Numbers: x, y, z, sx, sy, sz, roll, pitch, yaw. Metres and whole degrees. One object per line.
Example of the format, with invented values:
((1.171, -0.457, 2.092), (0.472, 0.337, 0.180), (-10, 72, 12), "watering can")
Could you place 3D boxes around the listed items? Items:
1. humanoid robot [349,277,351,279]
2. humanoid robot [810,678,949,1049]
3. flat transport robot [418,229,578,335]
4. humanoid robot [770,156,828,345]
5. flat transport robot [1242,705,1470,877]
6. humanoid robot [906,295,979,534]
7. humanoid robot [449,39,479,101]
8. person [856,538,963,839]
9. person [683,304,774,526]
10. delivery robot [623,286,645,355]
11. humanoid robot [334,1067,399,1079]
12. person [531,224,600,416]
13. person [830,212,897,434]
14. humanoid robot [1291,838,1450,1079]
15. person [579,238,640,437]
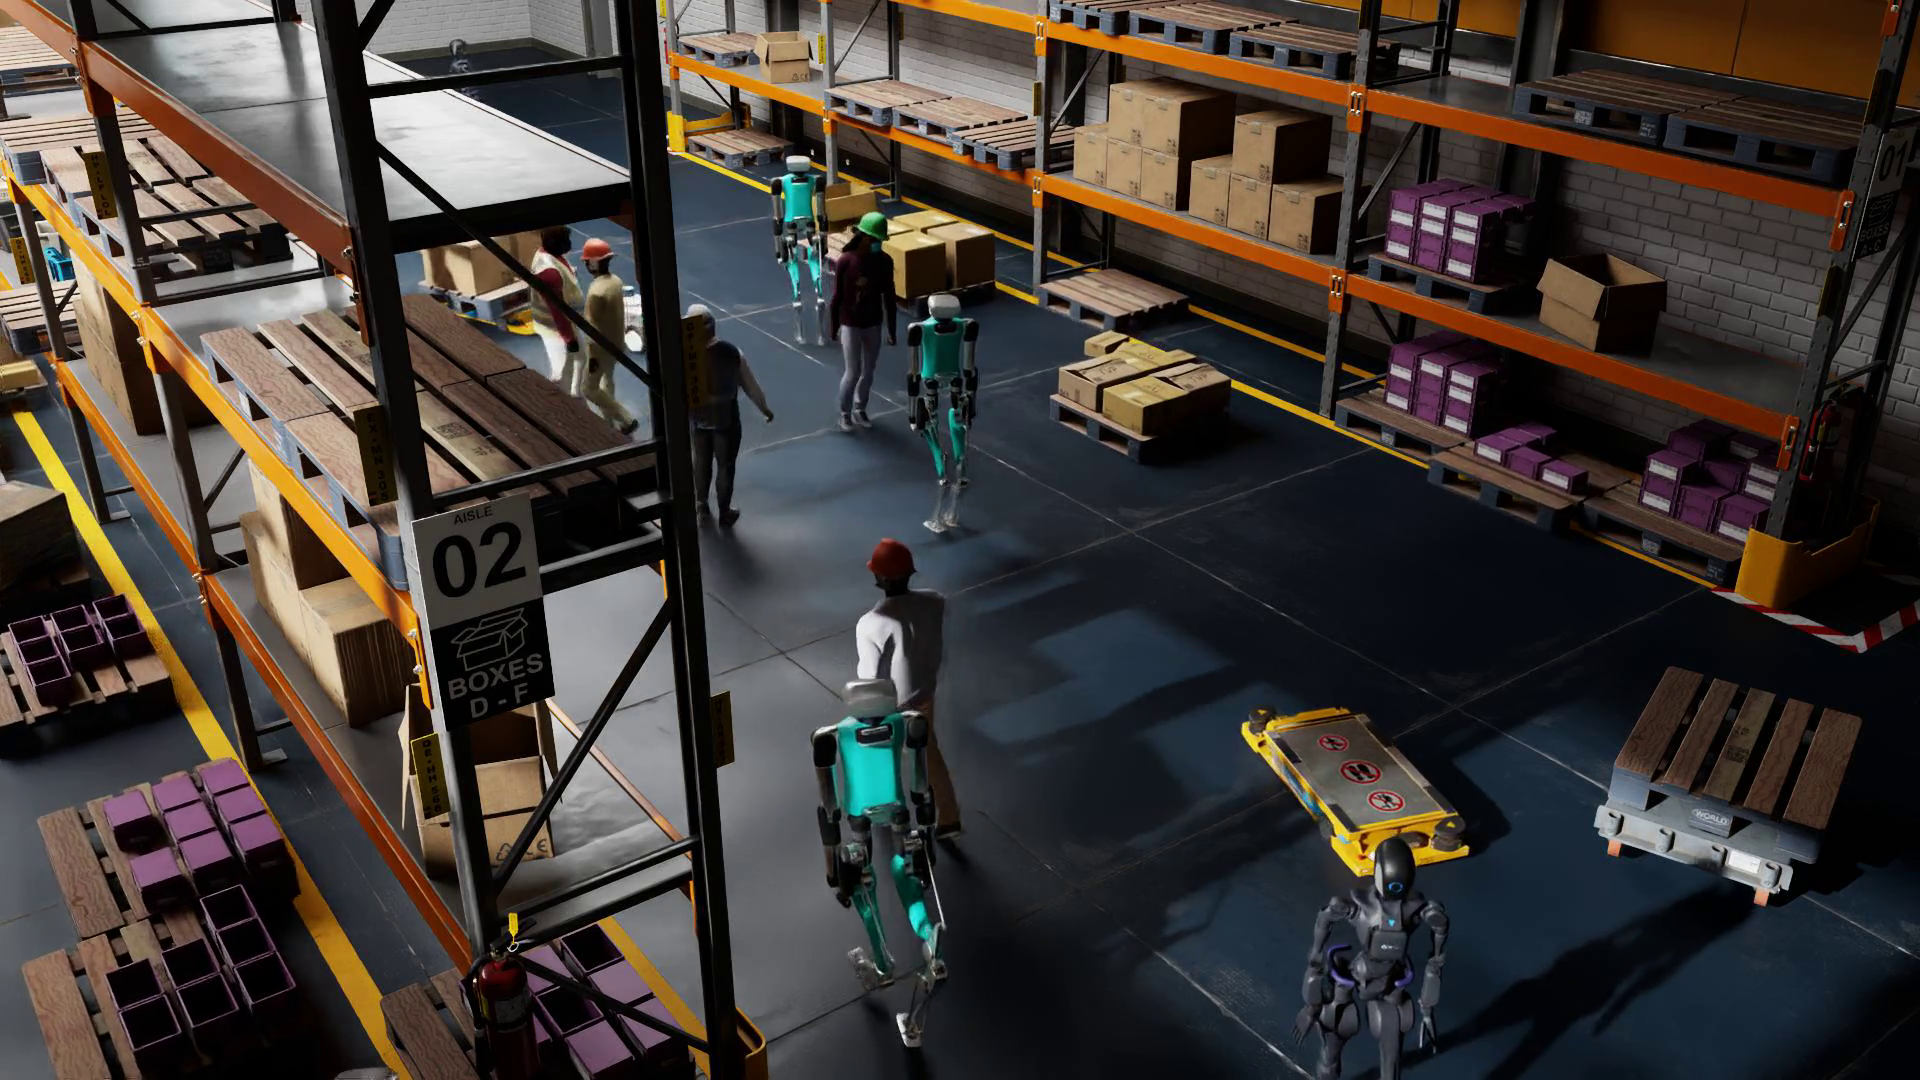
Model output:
((-5.587, -2.608, 15.614), (0.519, 1.634, 0.588), (19, 32, 32), "humanoid robot")
((-0.302, 1.519, 7.331), (0.531, 1.731, 0.968), (-9, 28, -17), "humanoid robot")
((-4.578, -2.336, 16.635), (1.431, 0.231, 0.659), (16, 31, 29), "flat transport robot")
((-1.450, -2.674, 15.664), (0.532, 1.771, 0.723), (-8, 28, -15), "humanoid robot")
((2.183, 1.345, 9.311), (0.659, 0.231, 1.431), (-8, 28, -15), "flat transport robot")
((-0.076, -0.857, 12.013), (0.532, 1.765, 0.638), (-8, 28, -15), "humanoid robot")
((-6.485, -5.699, 21.754), (0.330, 1.653, 0.584), (-17, 31, -30), "humanoid robot")
((-0.299, 0.782, 8.820), (0.566, 1.714, 0.881), (-18, 32, -31), "person")
((-1.784, -0.889, 12.120), (0.797, 1.735, 0.478), (3, 27, 6), "person")
((-3.123, -2.110, 15.888), (0.816, 0.613, 0.499), (15, 31, 28), "delivery robot")
((-2.017, 2.525, 5.426), (0.703, 1.871, 0.560), (-5, 27, -10), "humanoid robot")
((-3.246, -1.762, 13.771), (0.539, 1.817, 0.659), (-2, 27, -5), "person")
((-0.791, -1.791, 13.726), (0.511, 1.909, 0.576), (-11, 29, -20), "person")
((1.657, 1.882, 6.714), (0.590, 1.621, 0.758), (0, 27, -1), "humanoid robot")
((-2.911, -1.590, 13.507), (0.514, 1.733, 0.586), (4, 27, 9), "person")
